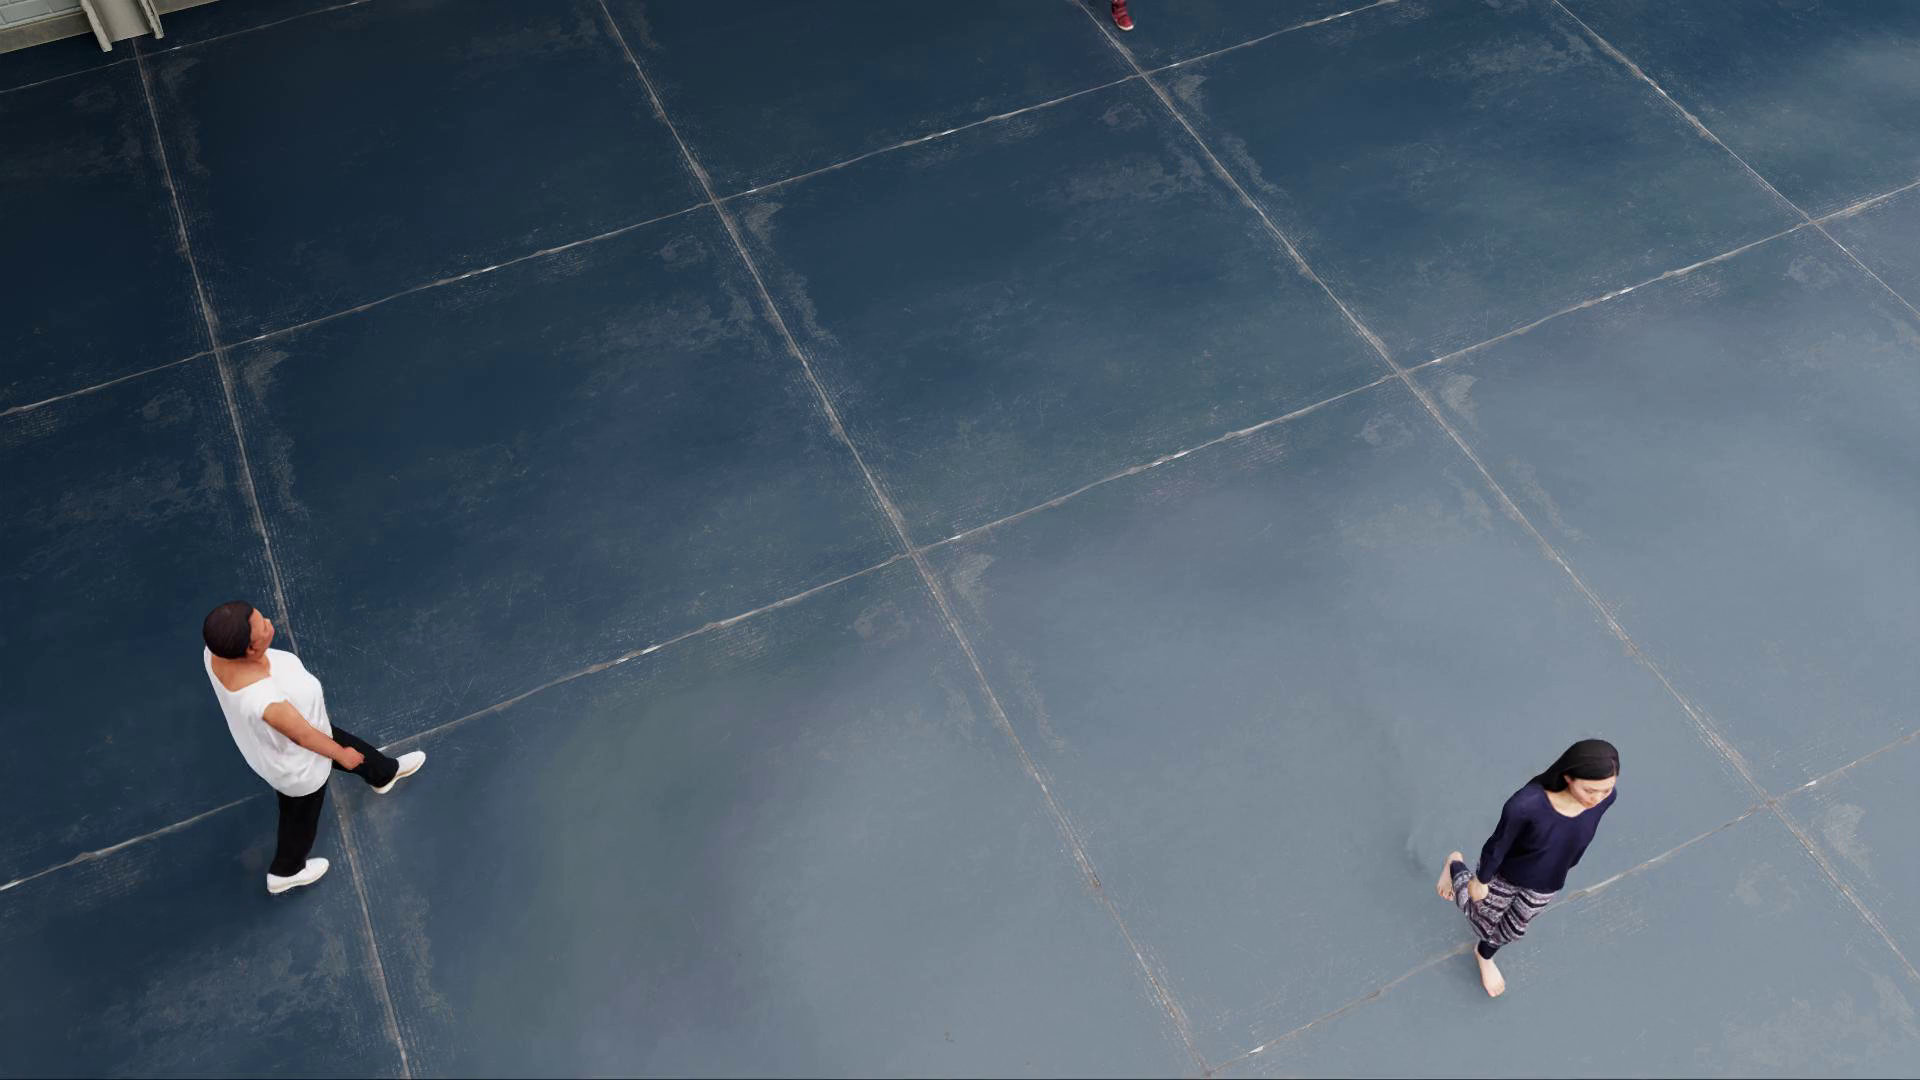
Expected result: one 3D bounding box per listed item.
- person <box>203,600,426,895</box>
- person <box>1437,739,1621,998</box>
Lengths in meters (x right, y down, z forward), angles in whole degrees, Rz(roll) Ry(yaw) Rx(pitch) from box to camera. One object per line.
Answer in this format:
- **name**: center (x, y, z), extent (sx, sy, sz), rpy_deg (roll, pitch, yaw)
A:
- **person**: center (-2.817, 0.881, 6.892), extent (1.165, 1.649, 0.848), rpy_deg (-33, 59, -23)
- **person**: center (2.213, 1.205, 6.596), extent (0.813, 1.720, 0.792), rpy_deg (-7, 53, -6)
